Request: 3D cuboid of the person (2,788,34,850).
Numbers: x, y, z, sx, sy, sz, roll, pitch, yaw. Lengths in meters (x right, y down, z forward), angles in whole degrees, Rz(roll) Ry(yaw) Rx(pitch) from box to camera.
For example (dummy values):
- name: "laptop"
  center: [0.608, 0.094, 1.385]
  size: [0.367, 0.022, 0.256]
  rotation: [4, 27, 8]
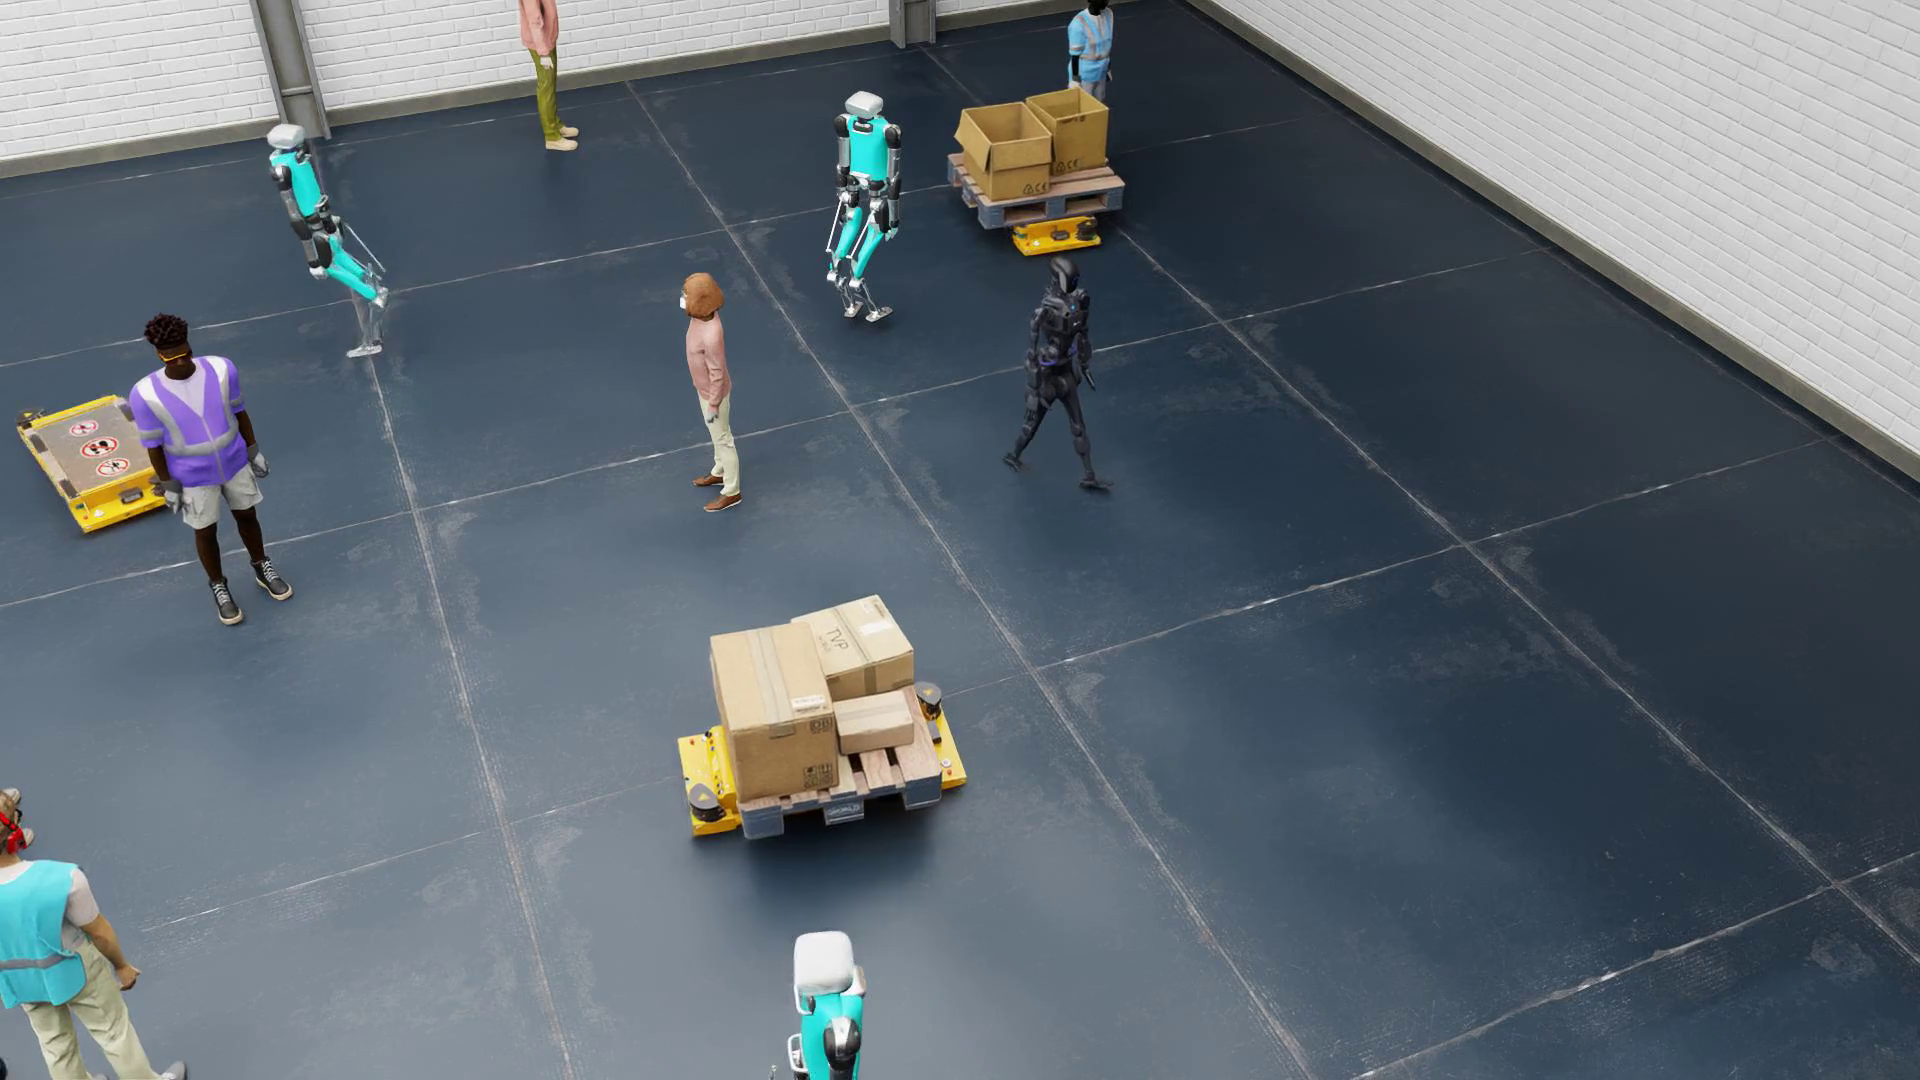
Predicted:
- name: "person"
  center: [-4.937, 0.749, 7.991]
  size: [0.359, 1.871, 0.589]
  rotation: [-24, 44, -28]

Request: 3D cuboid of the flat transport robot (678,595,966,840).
- name: "flat transport robot"
  center: [-0.738, 1.141, 8.788]
  size: [1.431, 0.231, 0.659]
  rotation: [-9, 38, -11]

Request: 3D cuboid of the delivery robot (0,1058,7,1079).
- name: "delivery robot"
  center: [-4.570, 2.259, 7.112]
  size: [0.814, 0.610, 0.499]
  rotation: [13, 39, 17]

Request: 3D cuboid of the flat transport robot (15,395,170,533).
- name: "flat transport robot"
  center: [-5.692, -0.554, 10.995]
  size: [0.659, 0.231, 1.431]
  rotation: [-27, 45, -30]

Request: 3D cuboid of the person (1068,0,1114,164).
- name: "person"
  center: [1.123, -4.016, 14.334]
  size: [0.319, 1.693, 0.538]
  rotation: [30, 47, 33]

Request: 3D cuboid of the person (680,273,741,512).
- name: "person"
  center: [-1.562, -0.933, 10.364]
  size: [0.288, 1.636, 0.498]
  rotation: [-11, 39, -15]

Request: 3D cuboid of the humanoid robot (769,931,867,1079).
- name: "humanoid robot"
  center: [-0.744, 2.181, 6.292]
  size: [1.069, 1.777, 0.542]
  rotation: [-7, 38, -9]

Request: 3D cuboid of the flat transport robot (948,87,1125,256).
- name: "flat transport robot"
  center: [0.605, -2.805, 13.924]
  size: [0.659, 0.231, 1.431]
  rotation: [-11, 39, -14]

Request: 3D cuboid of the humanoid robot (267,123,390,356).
- name: "humanoid robot"
  center: [-4.352, -2.059, 11.802]
  size: [0.701, 1.839, 0.544]
  rotation: [-1, 38, -2]

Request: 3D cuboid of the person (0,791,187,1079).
- name: "person"
  center: [-3.647, 1.751, 6.700]
  size: [0.562, 1.845, 0.389]
  rotation: [-4, 38, -5]

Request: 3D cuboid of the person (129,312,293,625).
- name: "person"
  center: [-4.245, -0.420, 9.428]
  size: [0.608, 1.964, 0.367]
  rotation: [-30, 47, -33]

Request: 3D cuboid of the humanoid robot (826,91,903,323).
- name: "humanoid robot"
  center: [-0.764, -2.320, 11.979]
  size: [0.533, 1.677, 0.735]
  rotation: [19, 41, 23]

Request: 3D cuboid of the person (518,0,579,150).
- name: "person"
  center: [-3.674, -4.365, 14.670]
  size: [0.378, 1.836, 0.516]
  rotation: [-4, 38, -5]

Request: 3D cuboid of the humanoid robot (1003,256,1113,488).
- name: "humanoid robot"
  center: [0.623, -1.034, 10.495]
  size: [0.790, 1.621, 0.585]
  rotation: [30, 47, 33]
